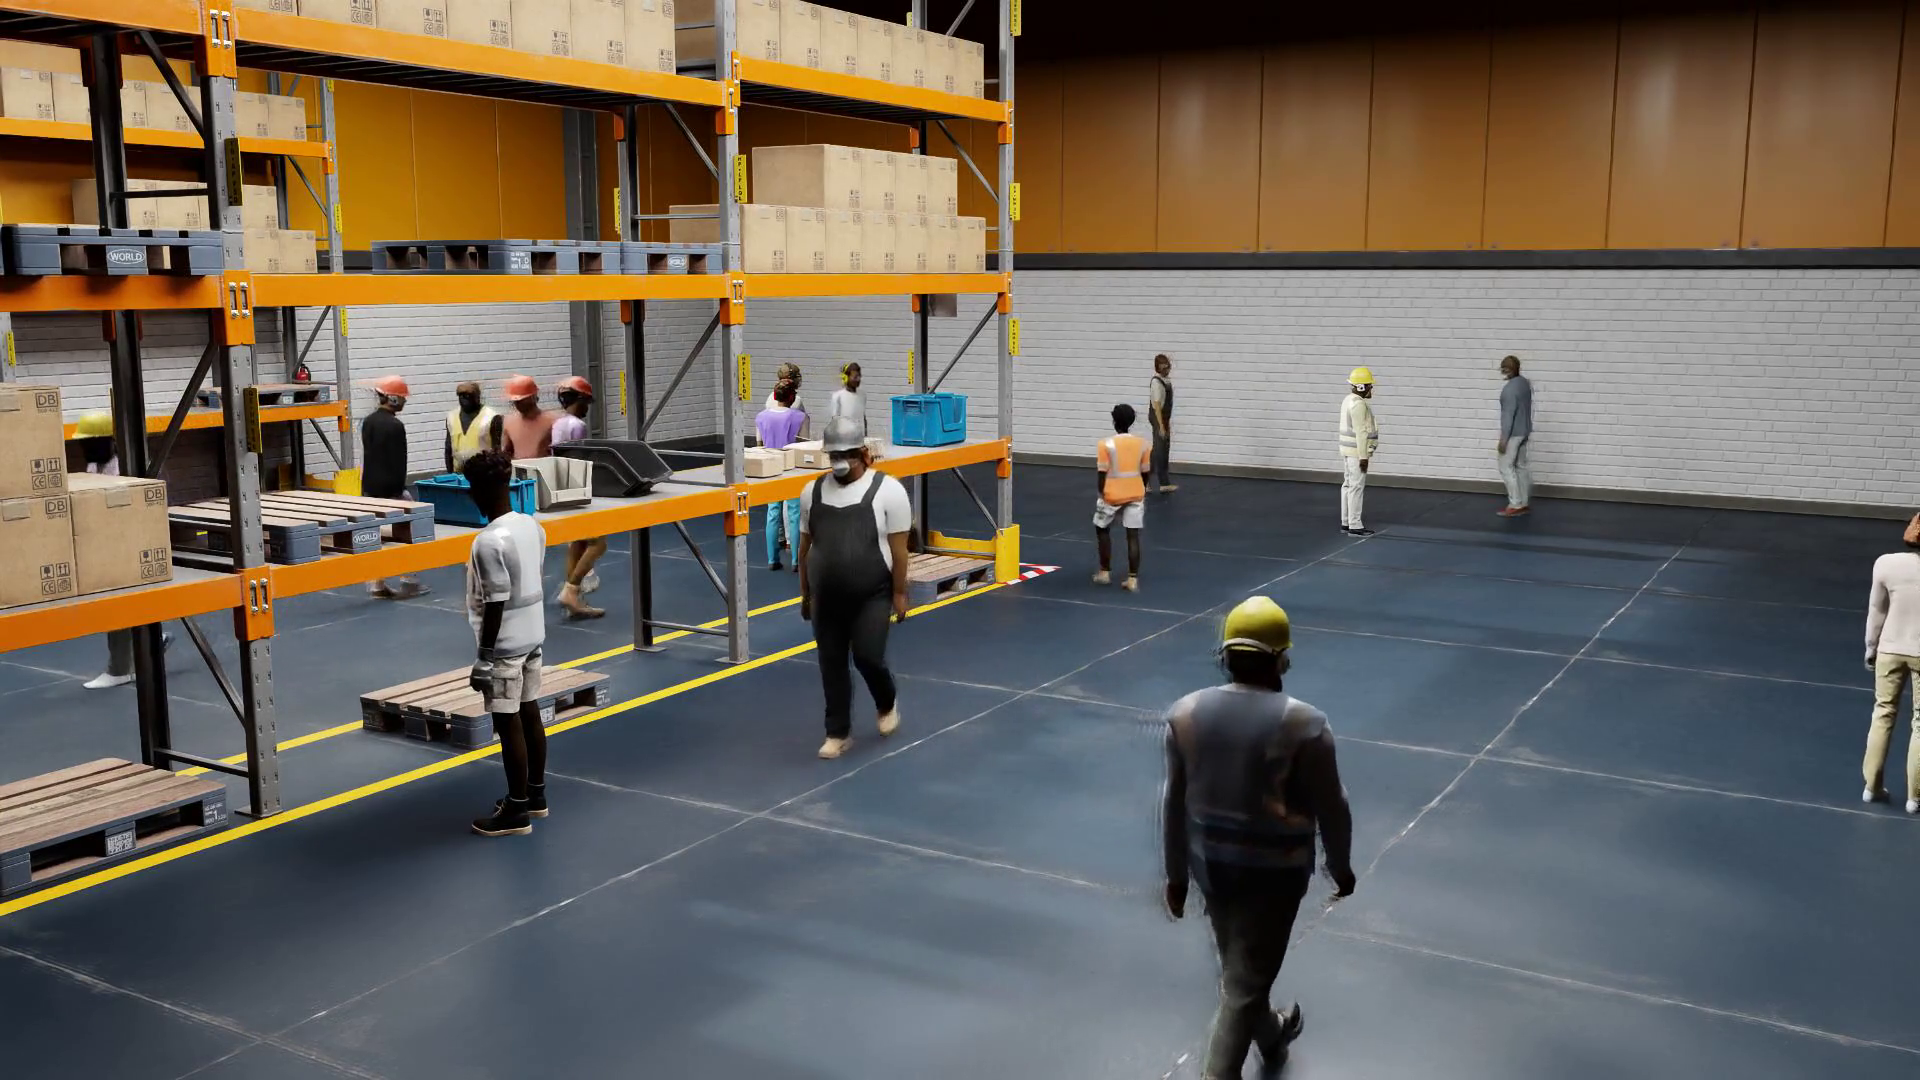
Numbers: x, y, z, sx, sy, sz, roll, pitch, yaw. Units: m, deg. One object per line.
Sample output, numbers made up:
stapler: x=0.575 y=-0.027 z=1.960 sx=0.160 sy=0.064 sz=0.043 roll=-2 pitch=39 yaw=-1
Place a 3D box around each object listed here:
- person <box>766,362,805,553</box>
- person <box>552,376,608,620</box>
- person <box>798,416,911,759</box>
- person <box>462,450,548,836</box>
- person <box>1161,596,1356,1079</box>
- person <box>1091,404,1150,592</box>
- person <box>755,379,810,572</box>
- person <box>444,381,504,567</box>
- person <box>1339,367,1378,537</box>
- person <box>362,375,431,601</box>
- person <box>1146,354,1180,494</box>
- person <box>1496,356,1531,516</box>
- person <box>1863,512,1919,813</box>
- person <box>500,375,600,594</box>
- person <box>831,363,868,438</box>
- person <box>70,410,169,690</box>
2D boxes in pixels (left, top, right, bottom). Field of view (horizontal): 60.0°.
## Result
person: x=-1.748 y=-0.839 z=16.977 sx=0.371 sy=1.941 sz=0.627 roll=-6 pitch=11 yaw=-33
person: x=-3.111 y=-0.332 z=13.623 sx=0.431 sy=1.999 sz=0.685 roll=-5 pitch=10 yaw=-28
person: x=-0.650 y=0.265 z=9.769 sx=0.695 sy=2.000 sz=0.599 roll=3 pitch=10 yaw=19
person: x=-2.311 y=0.518 z=8.443 sx=0.379 sy=1.959 sz=0.603 roll=1 pitch=9 yaw=8
person: x=1.004 y=1.072 z=5.563 sx=0.581 sy=1.768 sz=0.957 roll=7 pitch=12 yaw=38
person: x=1.424 y=-0.391 z=14.986 sx=0.560 sy=1.670 sz=0.671 roll=-3 pitch=10 yaw=-20
person: x=-1.667 y=-0.610 z=15.831 sx=0.570 sy=1.845 sz=0.383 roll=3 pitch=10 yaw=20
person: x=-4.708 y=-0.670 z=16.315 sx=0.668 sy=1.815 sz=0.680 roll=3 pitch=10 yaw=17
person: x=4.316 y=-0.951 z=18.005 sx=0.404 sy=1.833 sz=0.588 roll=0 pitch=9 yaw=-2
person: x=-4.935 y=-0.456 z=14.512 sx=0.608 sy=1.962 sz=0.639 roll=6 pitch=11 yaw=35
person: x=2.557 y=-1.495 z=21.487 sx=0.496 sy=1.811 sz=0.659 roll=3 pitch=10 yaw=17
person: x=6.547 y=-1.220 z=19.536 sx=0.354 sy=1.894 sz=0.842 roll=8 pitch=12 yaw=41
person: x=5.058 y=0.628 z=8.802 sx=0.284 sy=1.625 sz=0.505 roll=-8 pitch=12 yaw=-39
person: x=-3.681 y=-0.473 z=14.681 sx=0.835 sy=1.954 sz=0.584 roll=2 pitch=9 yaw=13
person: x=-1.283 y=-1.101 z=18.926 sx=0.526 sy=1.851 sz=0.741 roll=-8 pitch=12 yaw=-41
person: x=-5.806 y=0.058 z=11.438 sx=0.512 sy=1.915 sz=0.602 roll=-9 pitch=13 yaw=-44
